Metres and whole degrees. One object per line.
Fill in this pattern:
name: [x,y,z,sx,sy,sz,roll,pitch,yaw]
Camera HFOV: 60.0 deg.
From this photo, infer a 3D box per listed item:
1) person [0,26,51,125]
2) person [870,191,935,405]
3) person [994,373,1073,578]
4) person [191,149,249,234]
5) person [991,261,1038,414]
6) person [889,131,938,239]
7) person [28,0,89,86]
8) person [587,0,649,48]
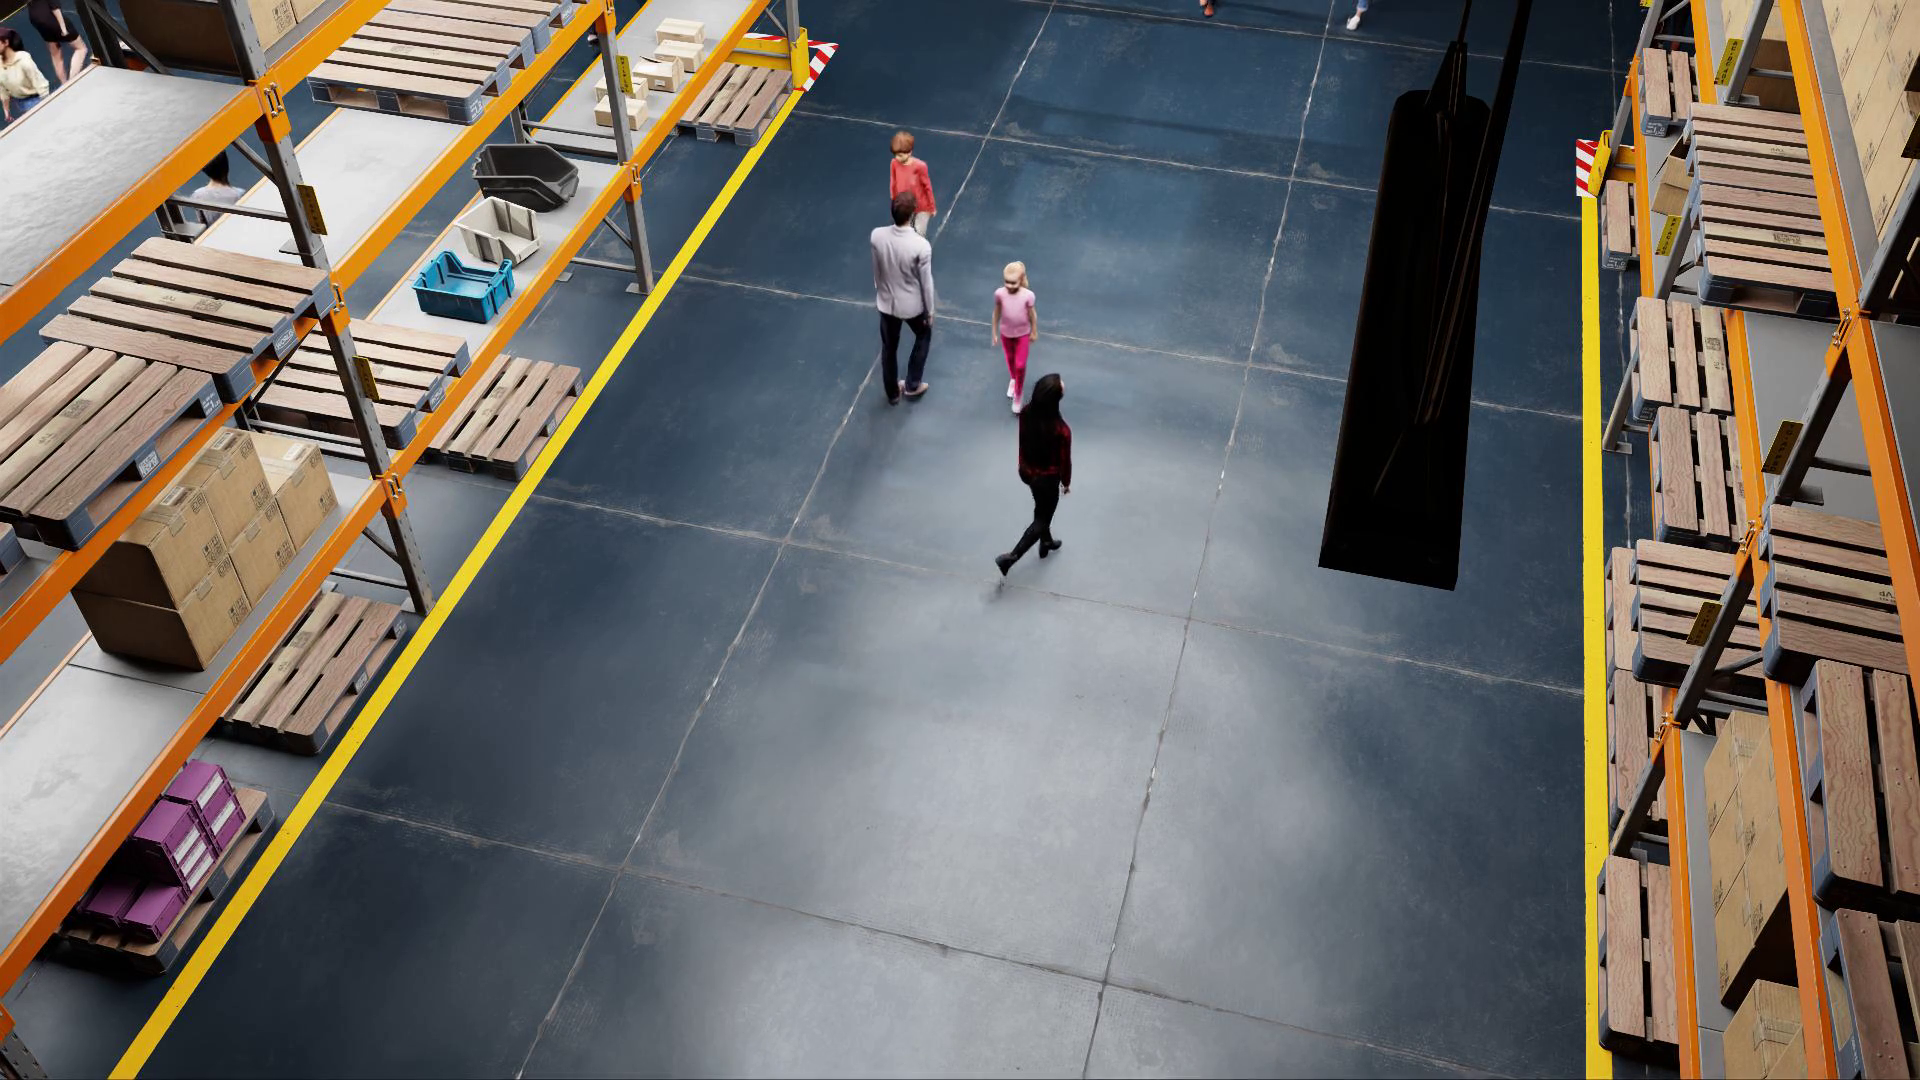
person: [-8.446,-3.988,15.287,0.779,1.586,1.119,17,46,17]
person: [-0.484,-1.783,12.795,0.716,1.833,0.632,13,45,13]
person: [0.509,-0.397,11.484,0.862,1.633,1.029,34,53,30]
person: [-5.722,-2.157,13.200,0.649,1.816,1.209,9,44,10]
person: [0.441,-1.682,13.104,0.504,1.261,0.666,8,44,9]
person: [-0.354,-2.919,14.305,0.647,1.394,0.779,17,46,17]
person: [-8.923,-4.989,16.191,0.627,1.790,0.687,14,45,14]
person: [-3.616,-5.918,17.178,1.360,1.774,1.122,-33,53,-30]
